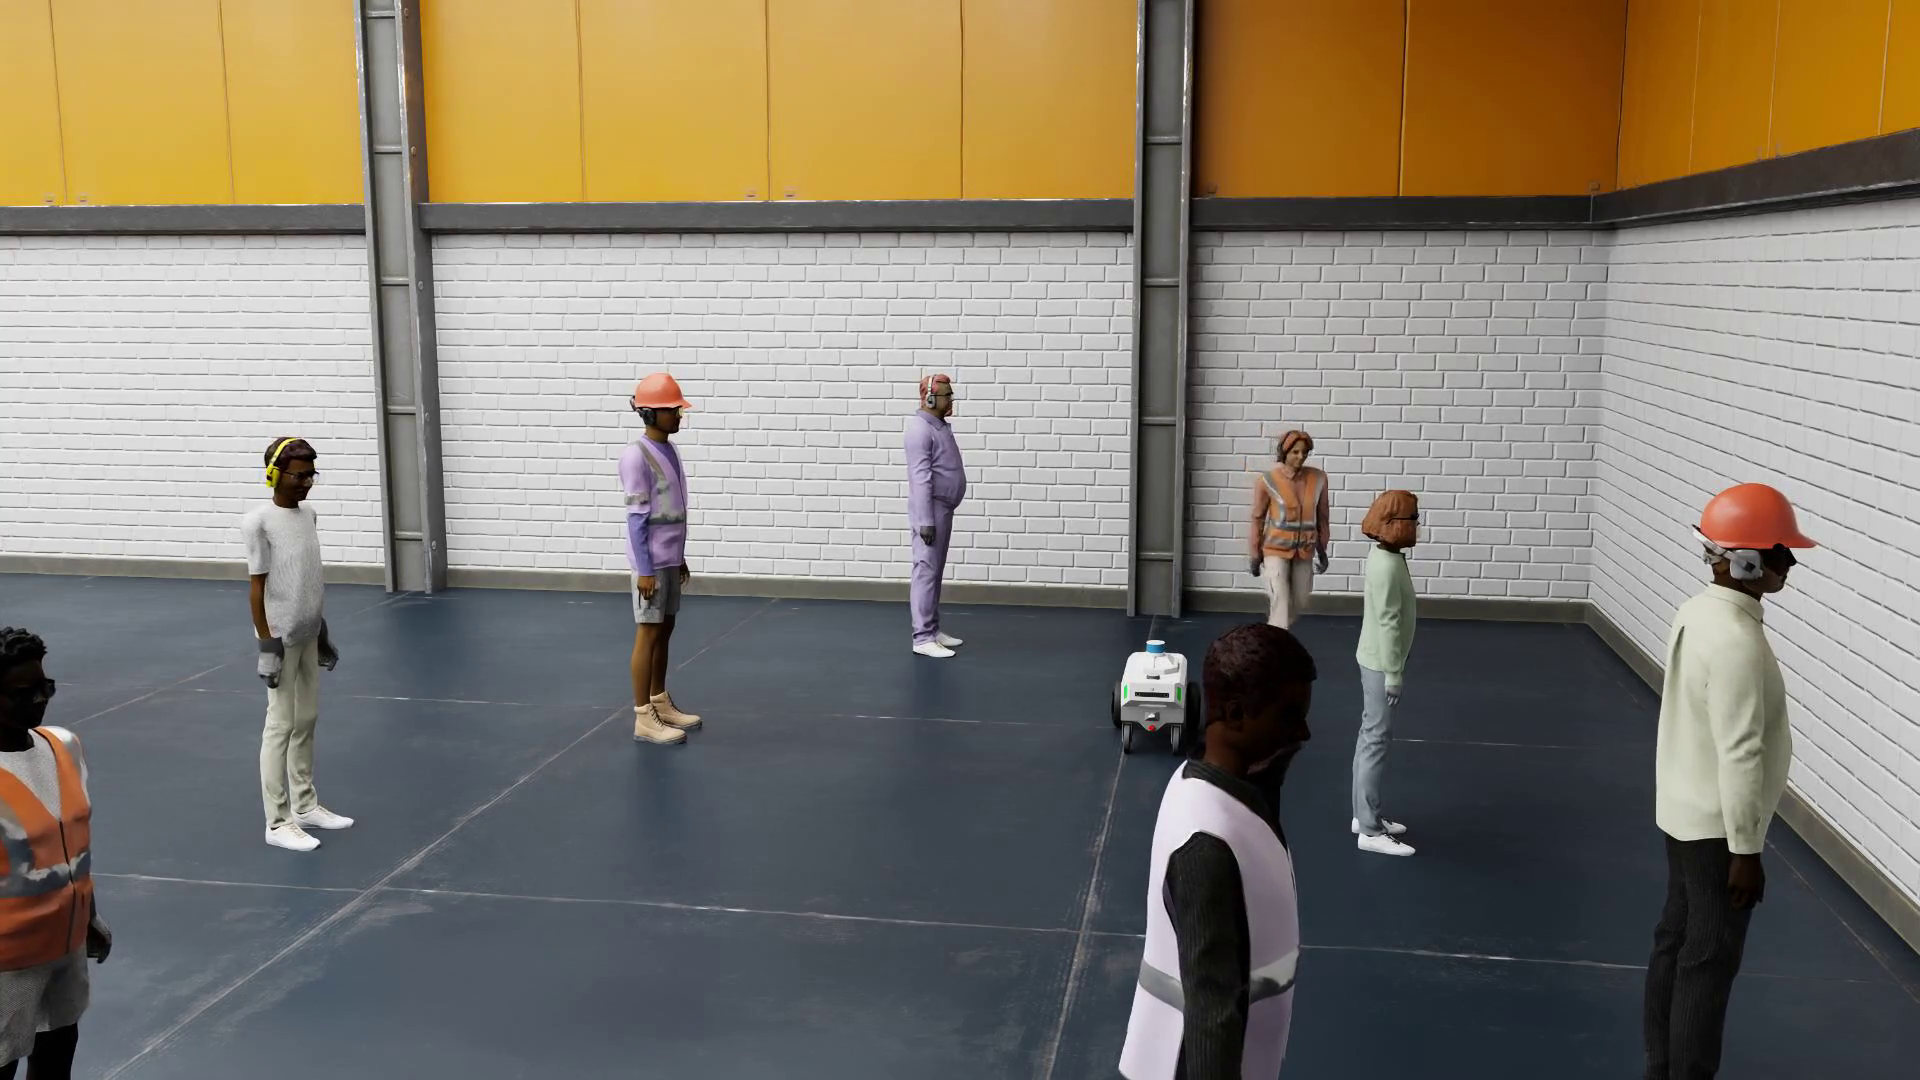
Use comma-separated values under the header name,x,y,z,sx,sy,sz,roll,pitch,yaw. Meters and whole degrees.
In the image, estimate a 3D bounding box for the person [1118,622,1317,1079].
name,x,y,z,sx,sy,sz,roll,pitch,yaw
person,0.530,1.106,3.421,0.386,1.914,0.587,2,9,10

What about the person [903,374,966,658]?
name,x,y,z,sx,sy,sz,roll,pitch,yaw
person,-0.158,-0.172,11.318,0.407,1.910,0.639,2,9,10

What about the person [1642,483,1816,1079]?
name,x,y,z,sx,sy,sz,roll,pitch,yaw
person,2.249,0.823,4.911,0.379,1.996,0.611,2,9,10

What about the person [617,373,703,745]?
name,x,y,z,sx,sy,sz,roll,pitch,yaw
person,-1.652,0.096,9.244,0.377,2.045,0.605,2,9,10

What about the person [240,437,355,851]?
name,x,y,z,sx,sy,sz,roll,pitch,yaw
person,-3.016,0.463,7.566,0.328,1.856,0.520,2,9,10

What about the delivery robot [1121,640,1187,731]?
name,x,y,z,sx,sy,sz,roll,pitch,yaw
delivery robot,1.079,0.799,9.203,0.477,0.478,0.707,1,9,9

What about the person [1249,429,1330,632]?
name,x,y,z,sx,sy,sz,roll,pitch,yaw
person,2.072,0.079,10.677,0.531,1.616,0.587,-3,10,-18

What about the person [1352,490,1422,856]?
name,x,y,z,sx,sy,sz,roll,pitch,yaw
person,1.930,0.583,7.501,0.279,1.634,0.499,2,9,10

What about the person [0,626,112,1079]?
name,x,y,z,sx,sy,sz,roll,pitch,yaw
person,-2.450,1.060,4.363,0.320,1.697,0.532,2,9,10
